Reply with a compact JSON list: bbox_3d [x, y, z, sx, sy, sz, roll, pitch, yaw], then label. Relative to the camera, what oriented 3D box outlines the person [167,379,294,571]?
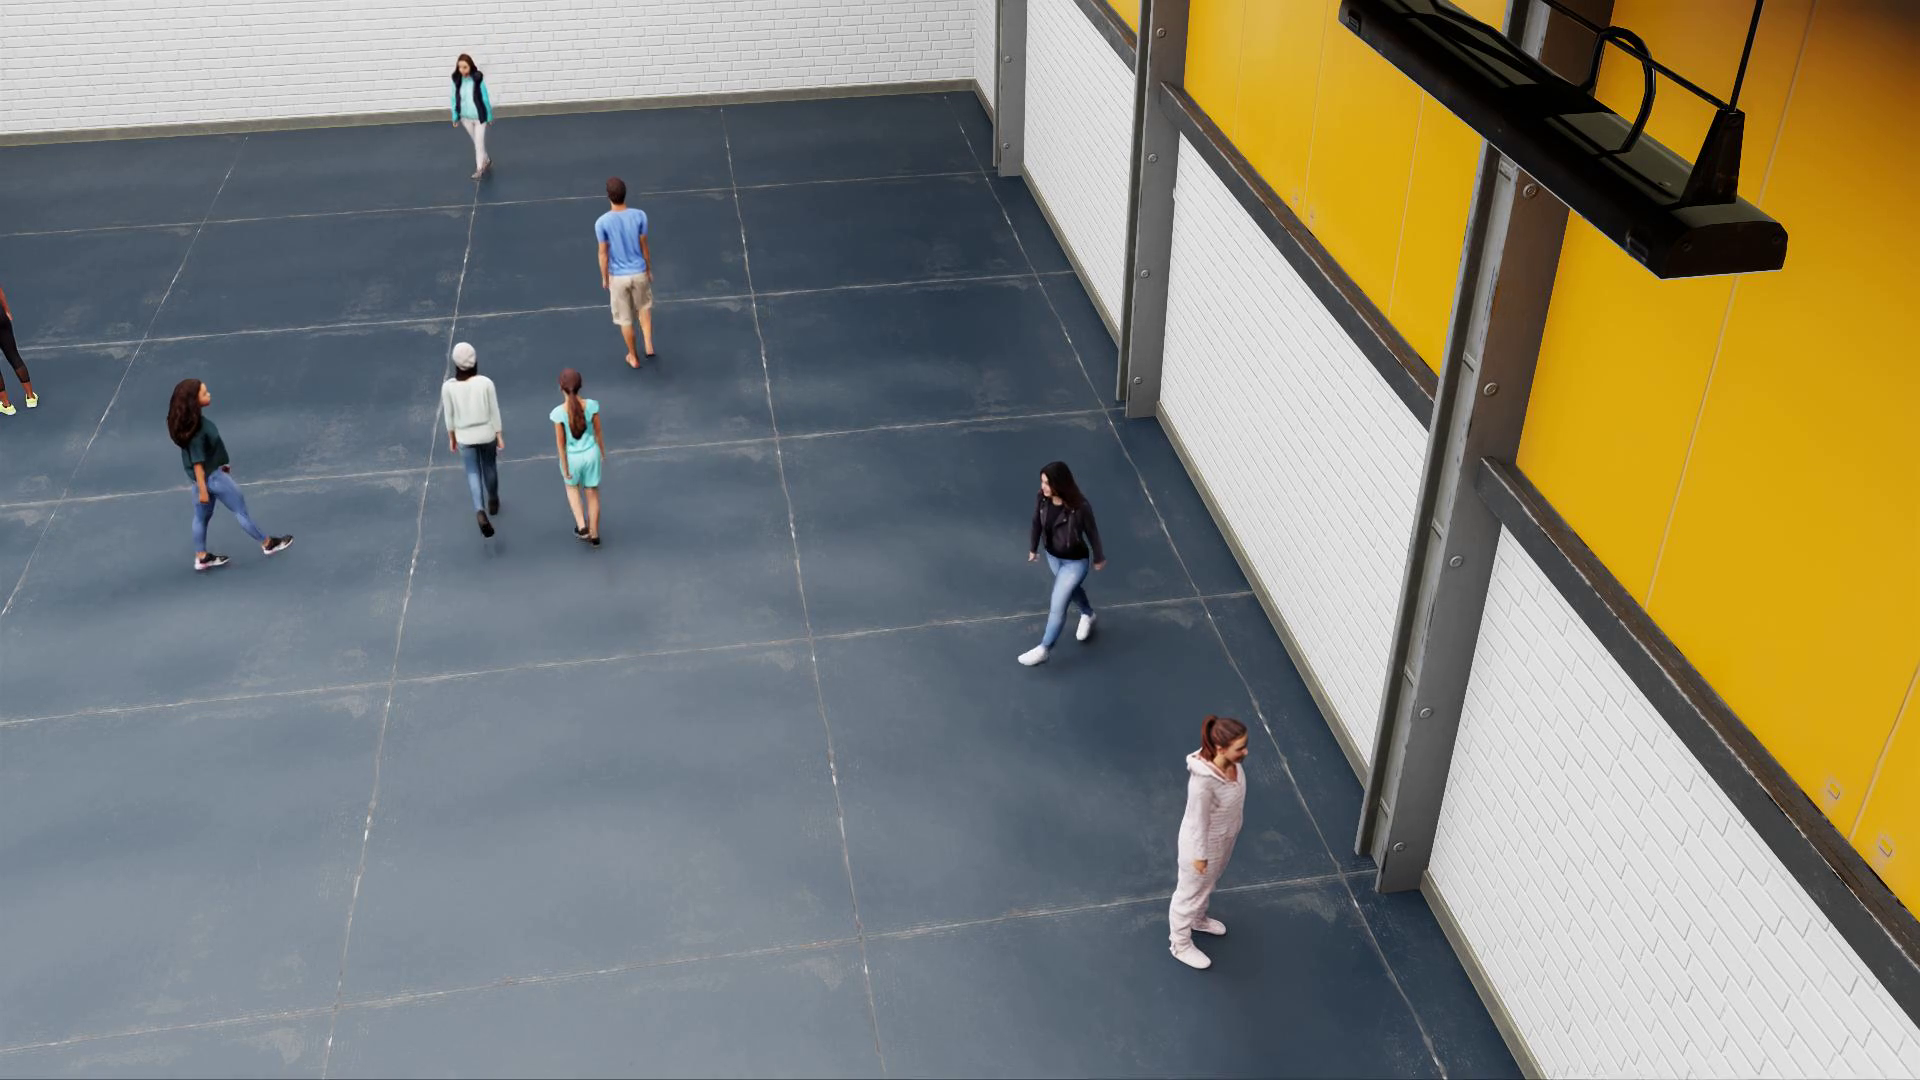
[{"bbox_3d":[-5.836,-0.467,12.700,0.877,1.586,0.991,-19,38,-26],"label":"person"}]

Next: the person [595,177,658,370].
[{"bbox_3d":[-3.049,-2.426,15.402,0.723,1.858,0.756,-14,36,-20],"label":"person"}]

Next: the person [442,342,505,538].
[{"bbox_3d":[-3.818,-0.781,13.140,0.600,1.621,0.995,-7,34,-10],"label":"person"}]

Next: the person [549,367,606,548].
[{"bbox_3d":[-2.932,-0.613,12.955,0.602,1.547,0.639,-13,36,-18],"label":"person"}]

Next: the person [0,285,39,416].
[{"bbox_3d":[-8.648,-1.947,14.776,0.644,1.754,0.669,-28,43,-35],"label":"person"}]

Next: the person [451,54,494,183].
[{"bbox_3d":[-5.730,-5.029,19.678,0.762,1.459,1.001,6,34,9],"label":"person"}]

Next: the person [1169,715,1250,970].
[{"bbox_3d":[1.386,1.657,9.410,0.783,1.692,0.705,18,37,24],"label":"person"}]

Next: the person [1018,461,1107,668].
[{"bbox_3d":[0.820,0.115,11.826,1.134,1.584,1.131,24,40,31],"label":"person"}]
